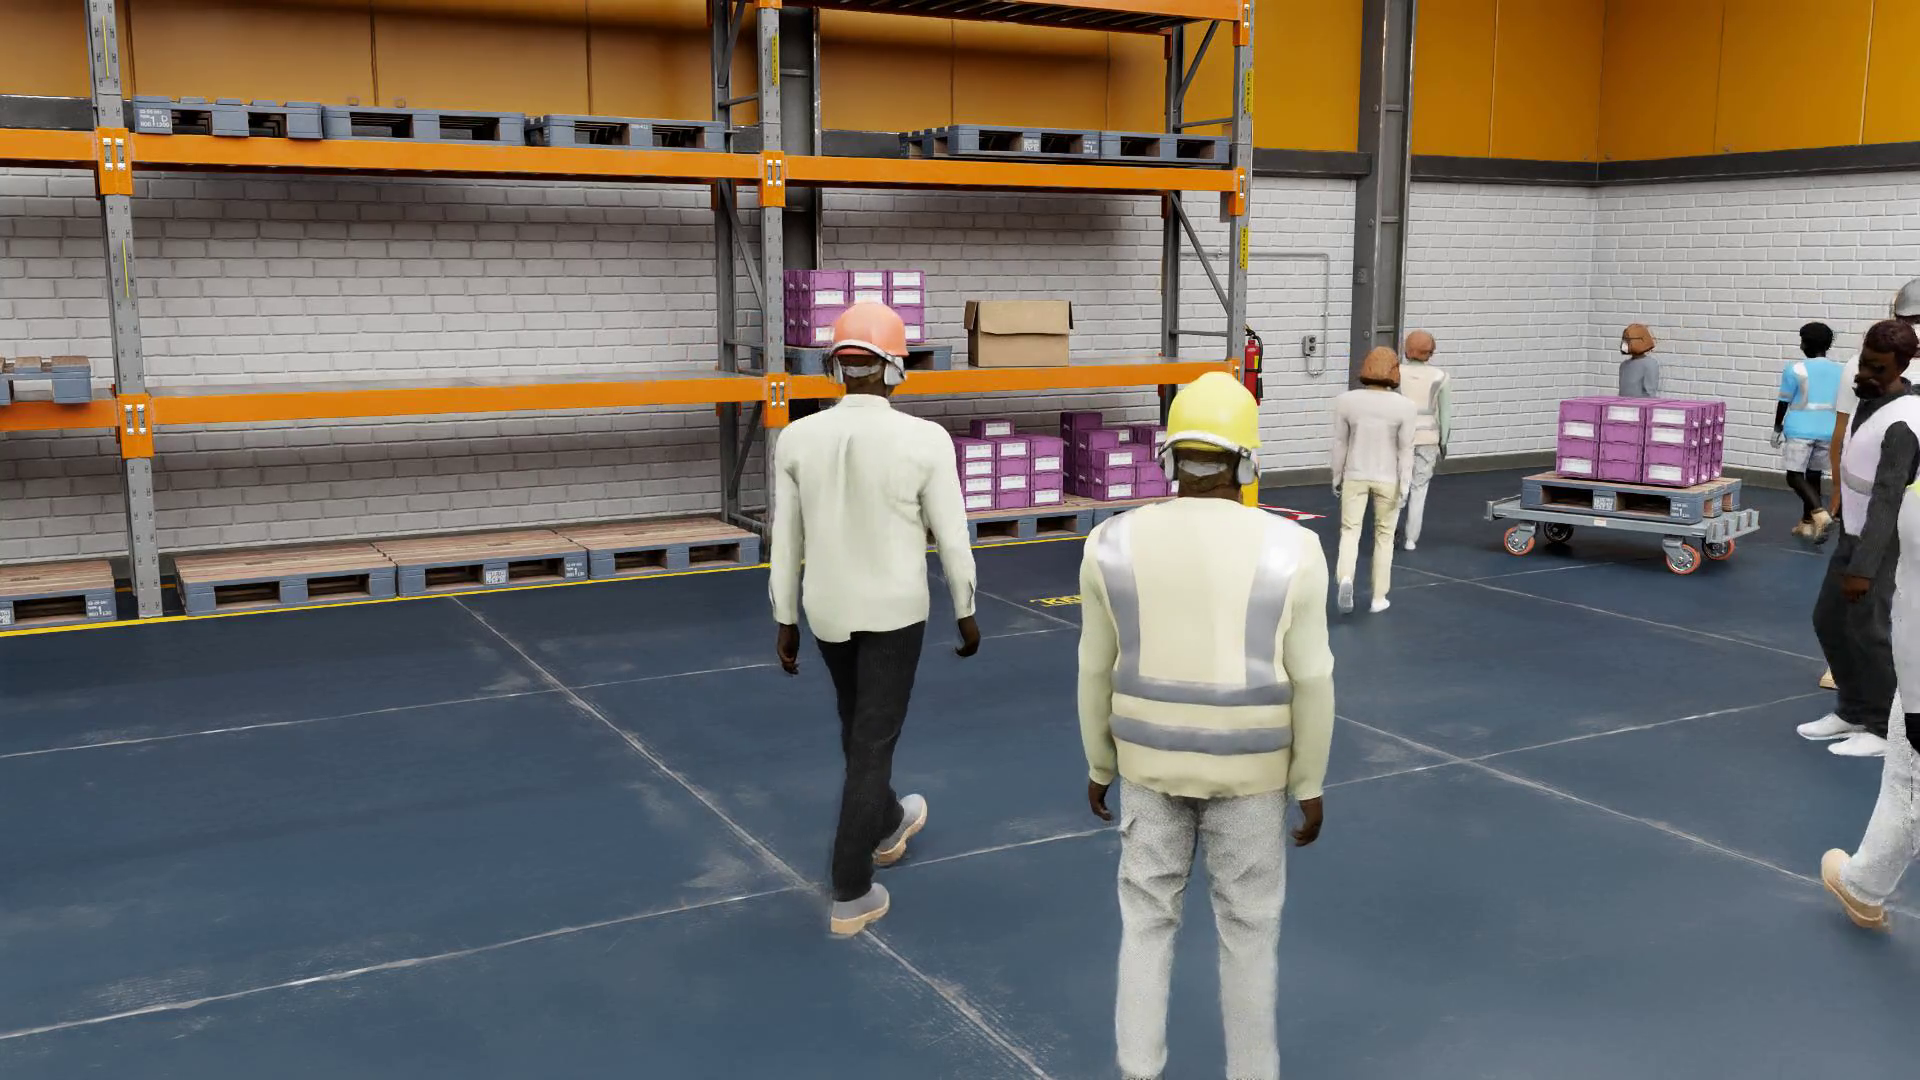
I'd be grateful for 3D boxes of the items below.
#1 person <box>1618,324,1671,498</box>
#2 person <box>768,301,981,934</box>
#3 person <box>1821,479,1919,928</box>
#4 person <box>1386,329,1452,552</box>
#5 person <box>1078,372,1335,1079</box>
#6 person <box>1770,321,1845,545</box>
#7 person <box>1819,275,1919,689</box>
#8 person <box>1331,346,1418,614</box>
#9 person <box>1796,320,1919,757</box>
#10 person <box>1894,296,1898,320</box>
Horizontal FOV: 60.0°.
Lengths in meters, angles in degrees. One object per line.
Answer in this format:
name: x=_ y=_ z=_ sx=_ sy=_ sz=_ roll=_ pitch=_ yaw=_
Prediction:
person: x=5.531 y=-0.942 z=13.493 sx=0.528 sy=1.619 sz=0.509 roll=-2 pitch=9 yaw=-10
person: x=-0.231 y=0.211 z=5.434 sx=0.629 sy=1.951 sz=0.948 roll=4 pitch=10 yaw=24
person: x=2.933 y=0.400 z=4.824 sx=0.614 sy=1.778 sz=0.988 roll=0 pitch=9 yaw=2
person: x=3.274 y=-0.703 z=12.018 sx=0.529 sy=1.622 sz=0.432 roll=3 pitch=10 yaw=15
person: x=0.580 y=0.522 z=3.934 sx=0.598 sy=1.827 sz=0.404 roll=3 pitch=10 yaw=18
person: x=6.392 y=-0.796 z=12.432 sx=0.535 sy=1.672 sz=0.758 roll=-1 pitch=9 yaw=-4
person: x=4.540 y=-0.250 z=8.003 sx=0.679 sy=2.000 sz=0.537 roll=7 pitch=11 yaw=35
person: x=2.422 y=-0.337 z=9.829 sx=0.498 sy=1.618 sz=0.661 roll=4 pitch=10 yaw=23
person: x=3.813 y=0.017 z=6.909 sx=0.434 sy=1.861 sz=0.689 roll=2 pitch=10 yaw=15
person: x=7.099 y=-0.918 z=12.506 sx=0.691 sy=1.906 sz=0.699 roll=5 pitch=11 yaw=29
